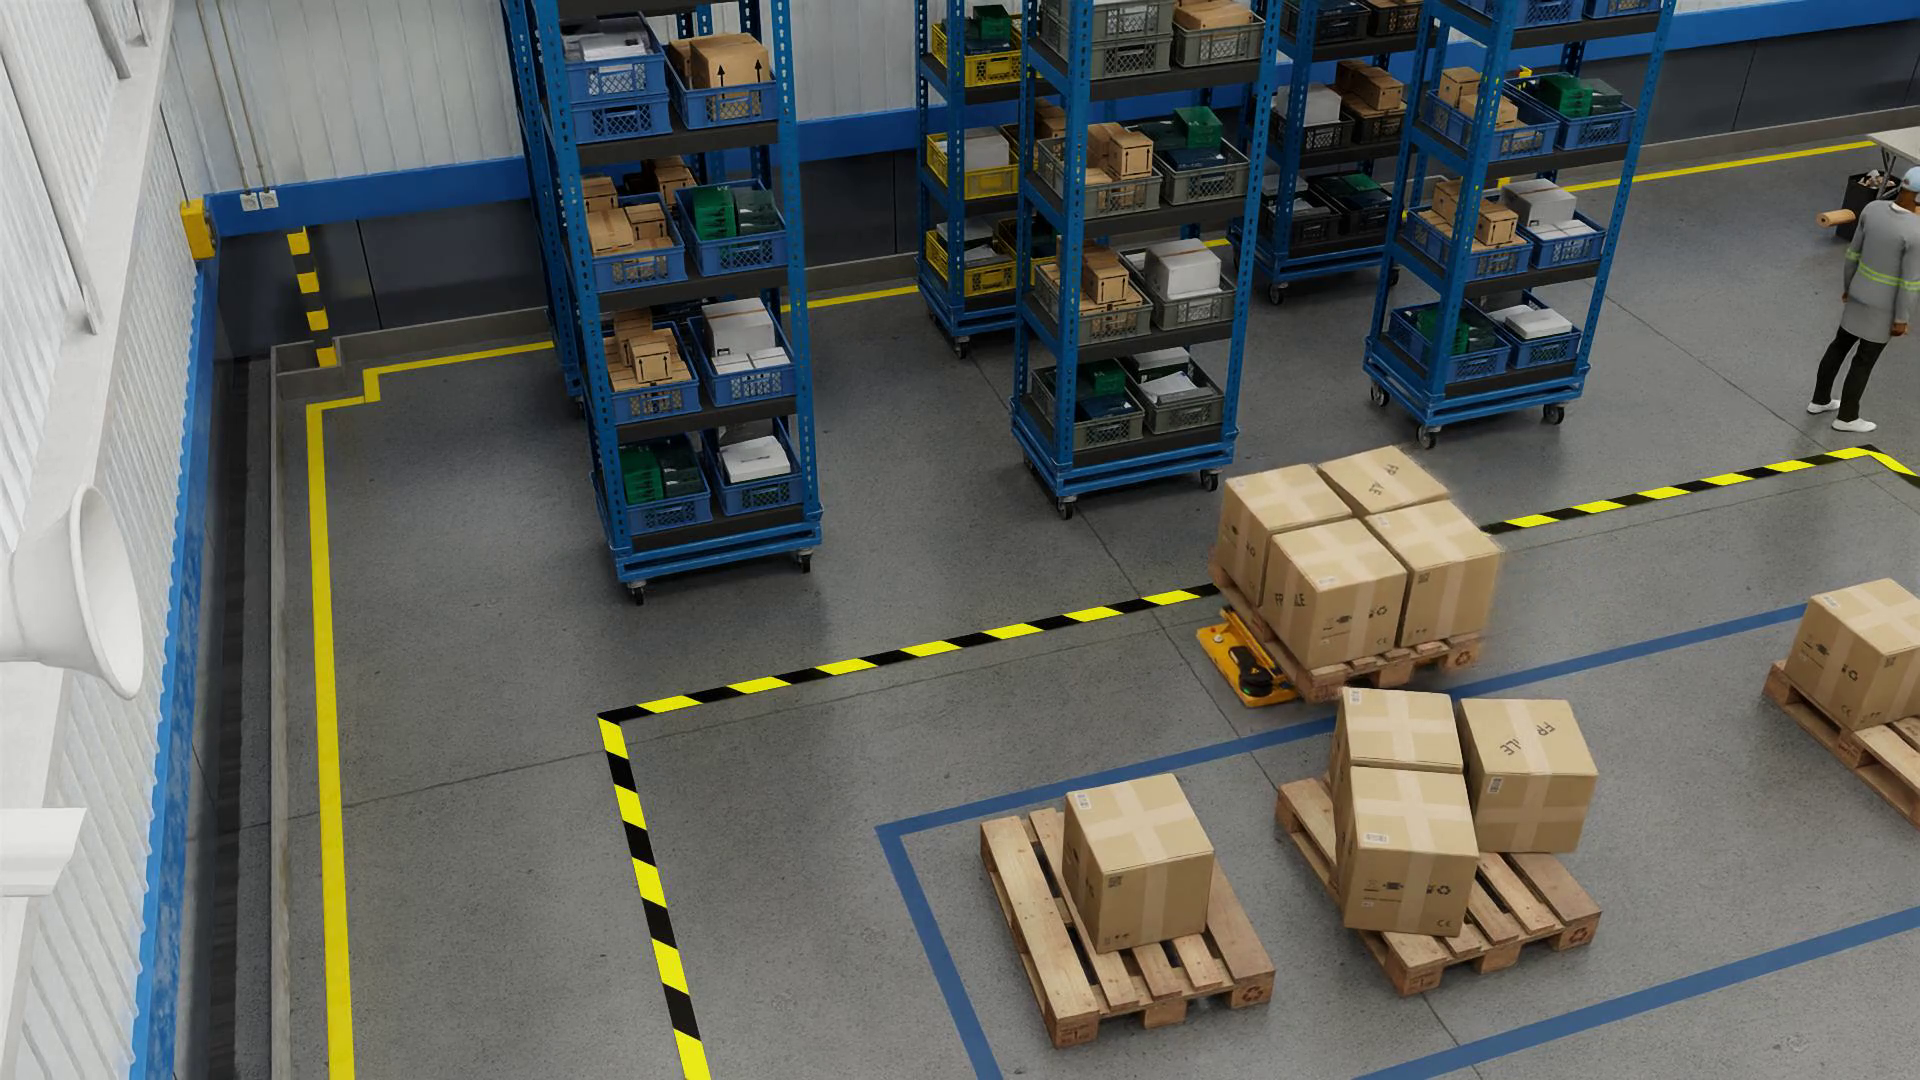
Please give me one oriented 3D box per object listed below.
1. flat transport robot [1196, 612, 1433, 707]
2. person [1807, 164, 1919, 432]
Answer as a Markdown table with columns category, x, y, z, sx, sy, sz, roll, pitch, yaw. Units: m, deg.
| category | x | y | z | sx | sy | sz | roll | pitch | yaw |
| --- | --- | --- | --- | --- | --- | --- | --- | --- | --- |
| flat transport robot | 2.110 | 0.522 | 9.292 | 1.431 | 0.197 | 0.652 | -11 | 37 | -15 |
| person | 6.036 | -1.585 | 10.930 | 0.382 | 1.852 | 0.586 | -9 | 36 | -13 |
